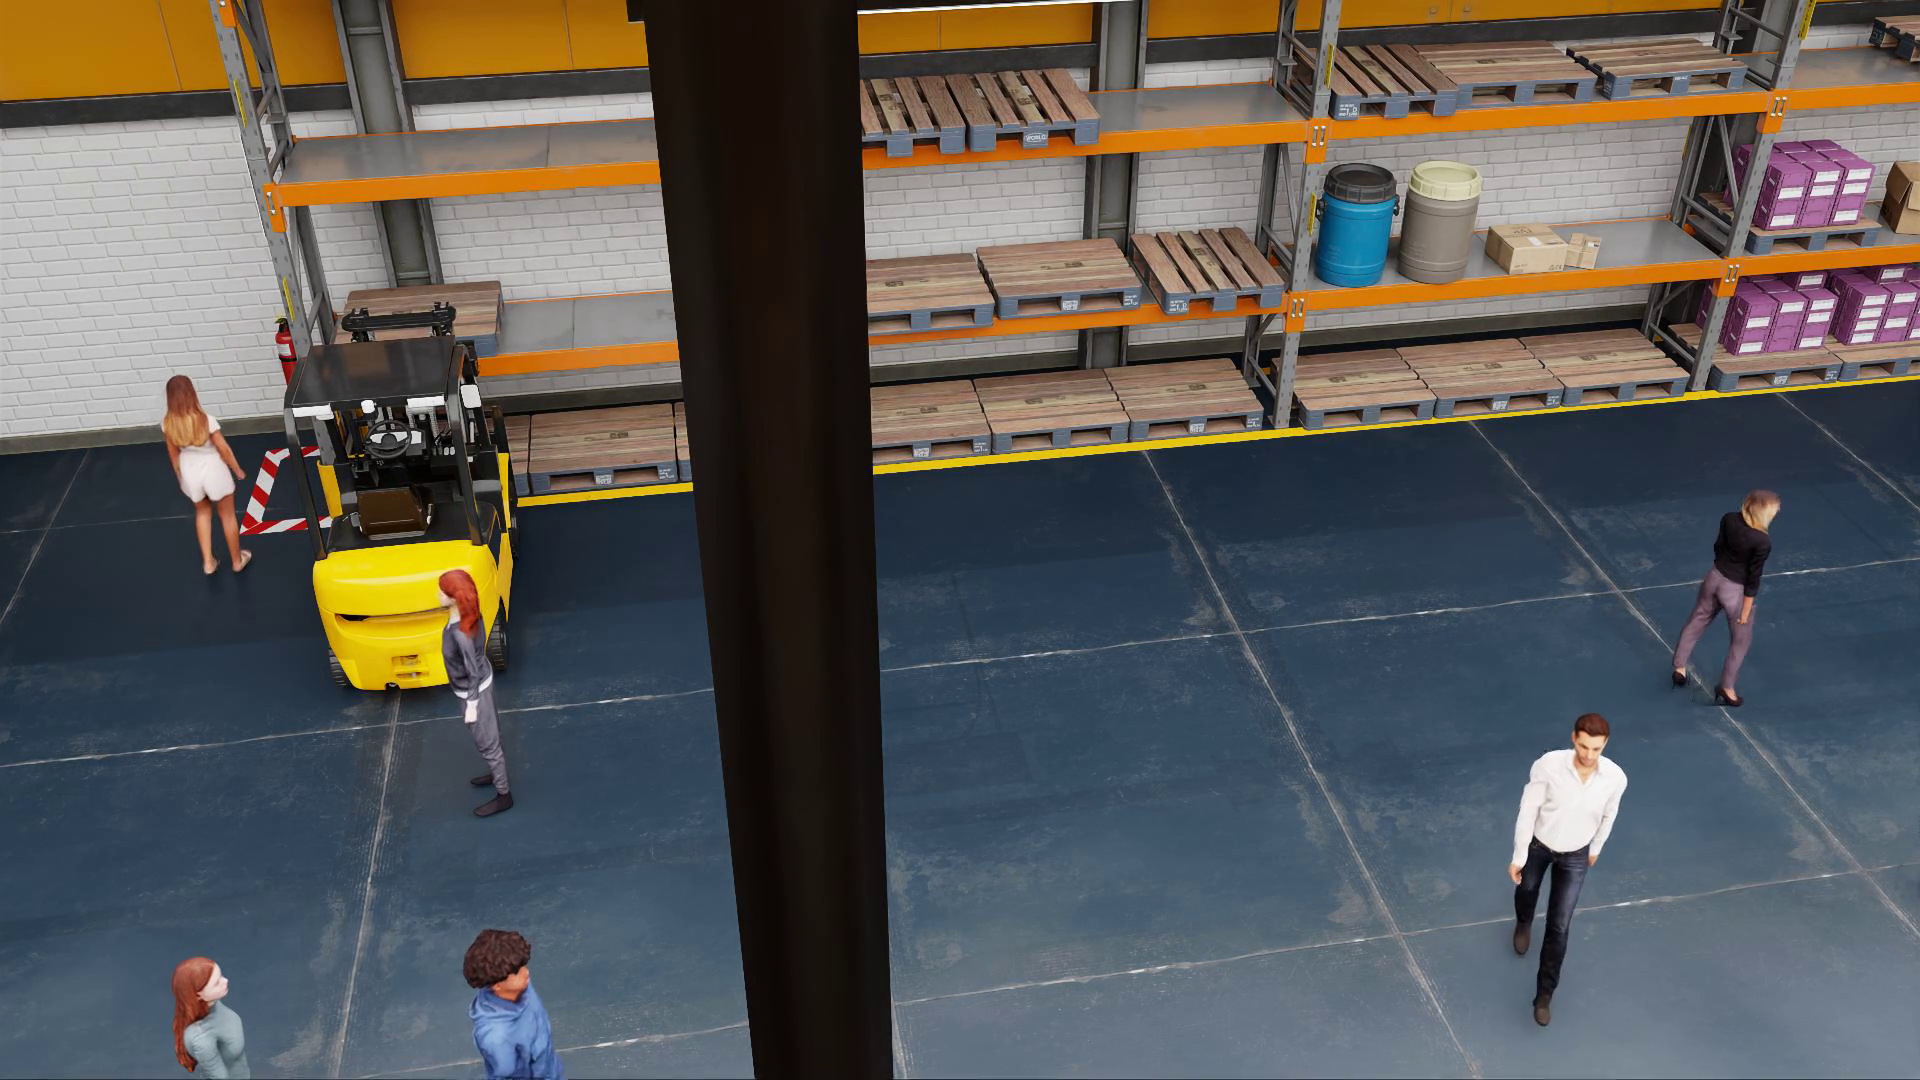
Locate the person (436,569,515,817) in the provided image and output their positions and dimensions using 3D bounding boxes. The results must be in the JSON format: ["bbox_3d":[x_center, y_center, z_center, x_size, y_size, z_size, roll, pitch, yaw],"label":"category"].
[{"bbox_3d":[-2.982,0.921,10.226,0.527,1.780,0.596,-9,35,-14],"label":"person"}]

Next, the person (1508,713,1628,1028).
[{"bbox_3d":[3.249,1.629,9.113,1.177,1.832,1.062,10,35,14],"label":"person"}]

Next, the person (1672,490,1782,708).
[{"bbox_3d":[5.103,0.376,11.150,0.639,1.664,0.683,-17,37,-23],"label":"person"}]

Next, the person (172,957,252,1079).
[{"bbox_3d":[-3.399,2.588,7.752,0.605,1.742,0.640,-14,36,-21],"label":"person"}]

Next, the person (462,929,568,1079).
[{"bbox_3d":[-2.130,2.545,7.782,1.213,1.780,0.895,4,34,6],"label":"person"}]

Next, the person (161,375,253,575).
[{"bbox_3d":[-5.610,-0.434,12.348,0.611,1.687,0.701,0,34,0],"label":"person"}]
